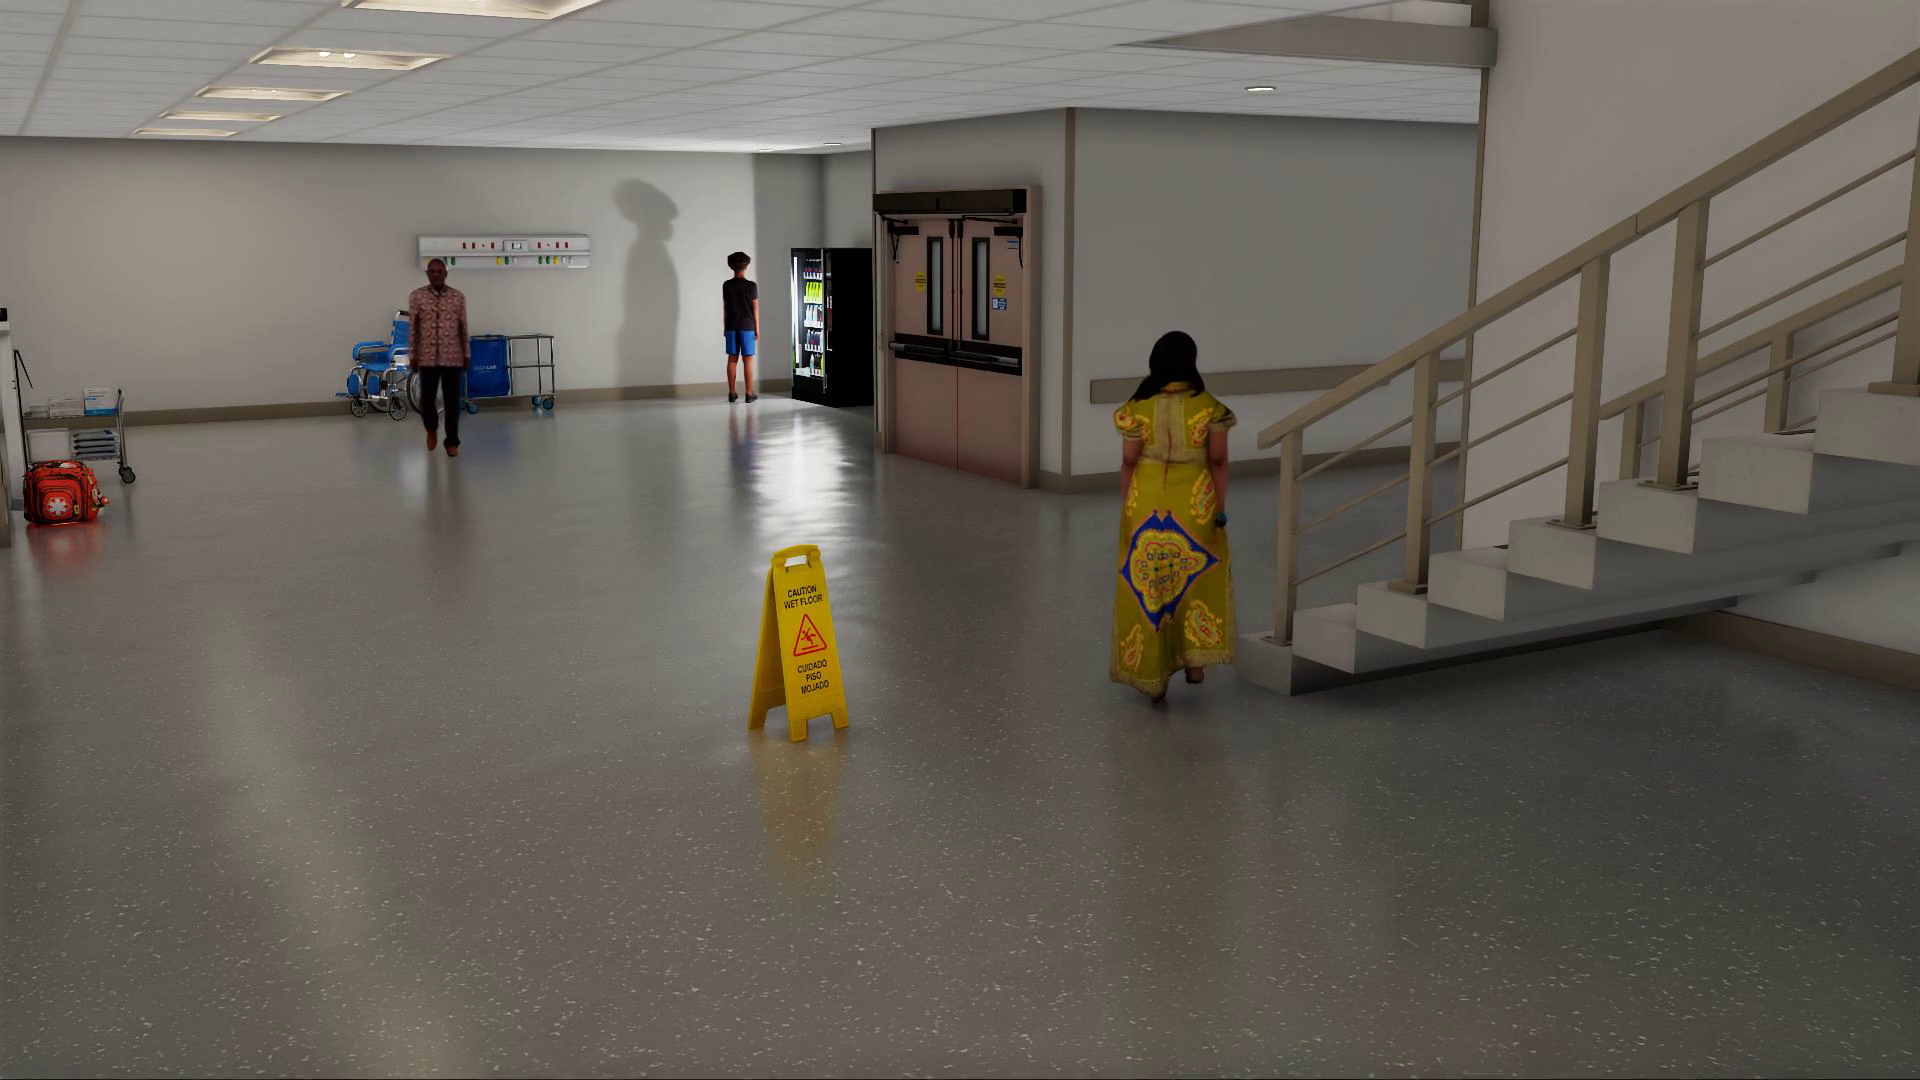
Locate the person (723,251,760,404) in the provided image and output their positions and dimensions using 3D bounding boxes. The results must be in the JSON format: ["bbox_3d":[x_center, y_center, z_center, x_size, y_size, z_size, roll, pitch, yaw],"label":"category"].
[{"bbox_3d":[-2.643,-2.562,19.987,0.682,1.794,0.724,2,11,8],"label":"person"}]

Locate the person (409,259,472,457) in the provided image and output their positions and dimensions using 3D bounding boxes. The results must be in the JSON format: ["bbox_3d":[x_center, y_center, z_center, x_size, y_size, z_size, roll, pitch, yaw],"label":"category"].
[{"bbox_3d":[-4.800,-1.681,15.344,0.778,1.794,0.856,-4,11,-19],"label":"person"}]

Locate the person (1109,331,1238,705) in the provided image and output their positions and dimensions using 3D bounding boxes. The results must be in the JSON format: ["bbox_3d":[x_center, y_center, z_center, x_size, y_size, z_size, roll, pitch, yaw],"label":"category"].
[{"bbox_3d":[0.929,-0.078,7.292,0.940,1.647,1.011,1,11,4],"label":"person"}]
